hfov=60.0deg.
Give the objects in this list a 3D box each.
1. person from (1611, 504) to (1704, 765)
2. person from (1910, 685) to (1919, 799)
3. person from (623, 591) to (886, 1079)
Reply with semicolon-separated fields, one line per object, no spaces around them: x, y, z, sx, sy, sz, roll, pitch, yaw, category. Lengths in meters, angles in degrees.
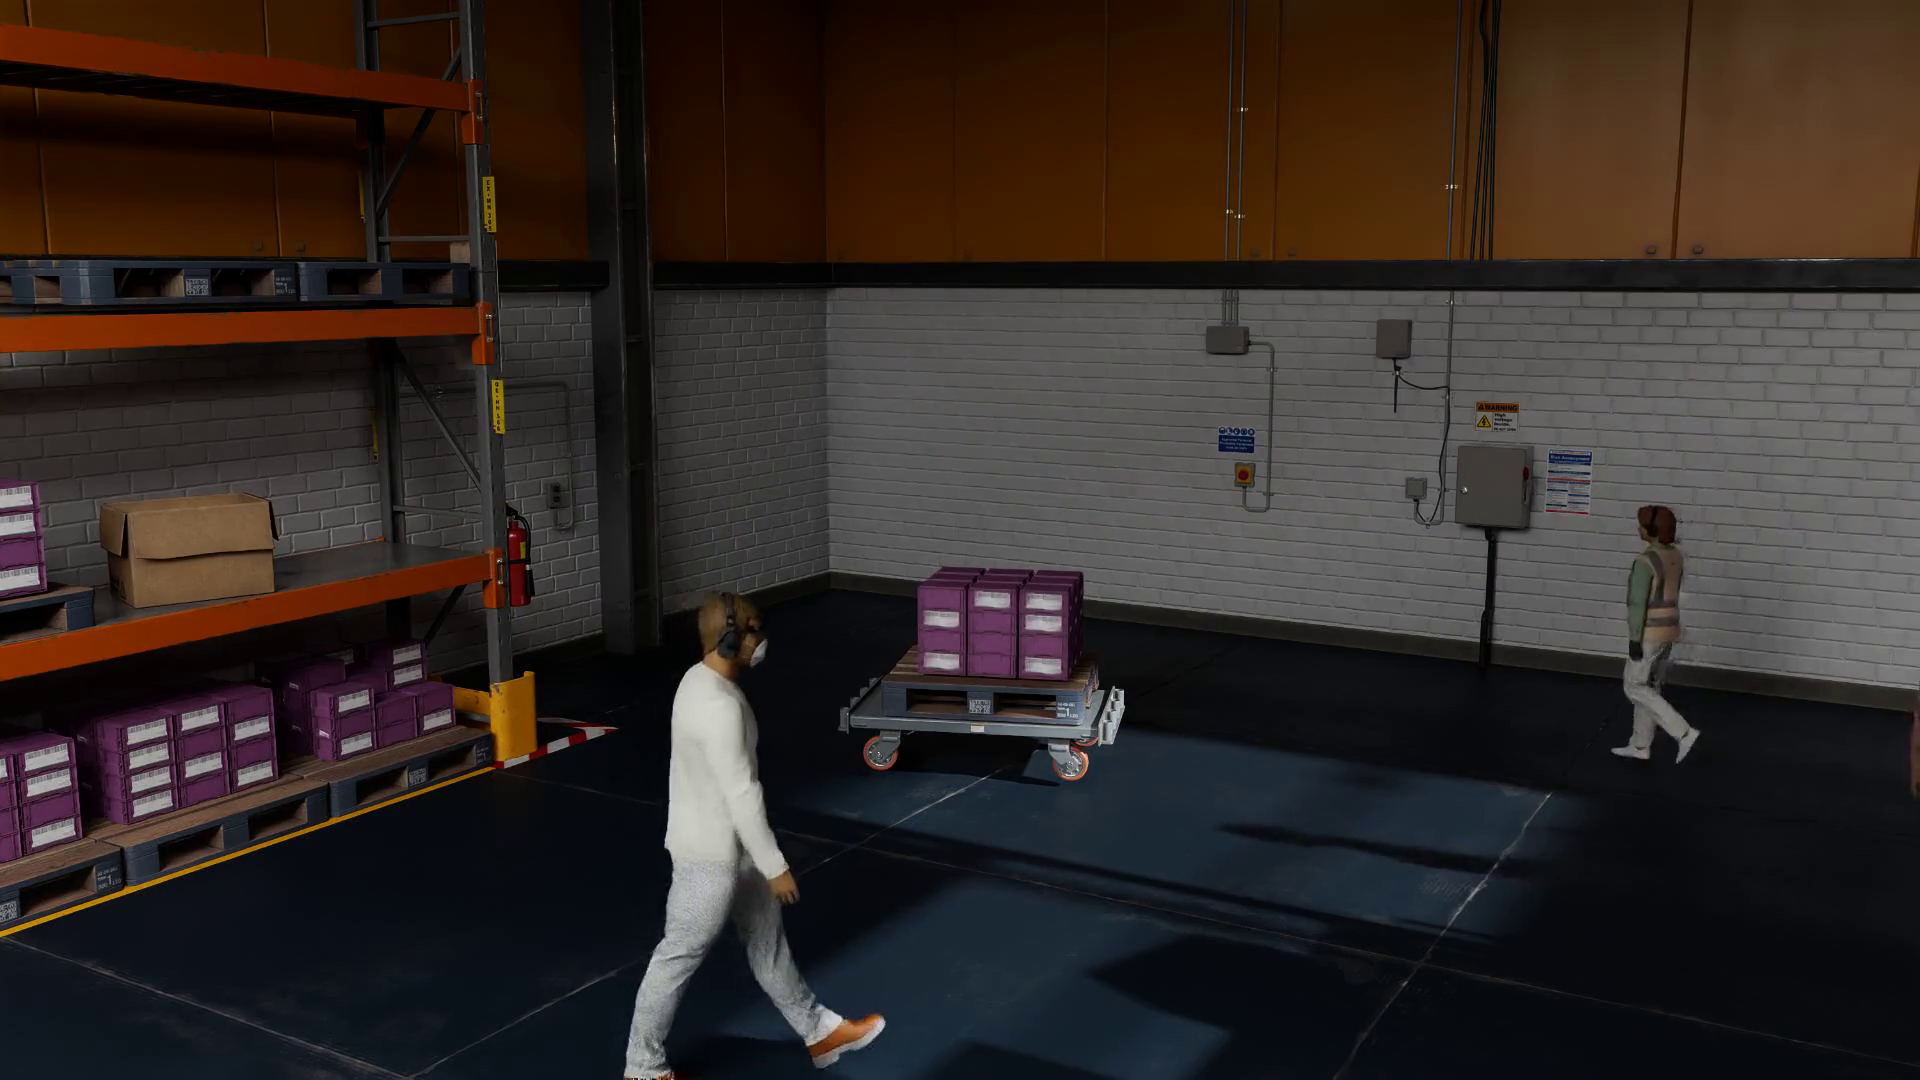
4.300;0.597;10.173;0.515;1.628;0.539;-8;12;-41;person
4.505;1.018;7.304;0.578;1.697;0.932;9;13;43;person
-0.782;1.125;6.065;1.027;1.883;0.641;-1;9;-8;person
